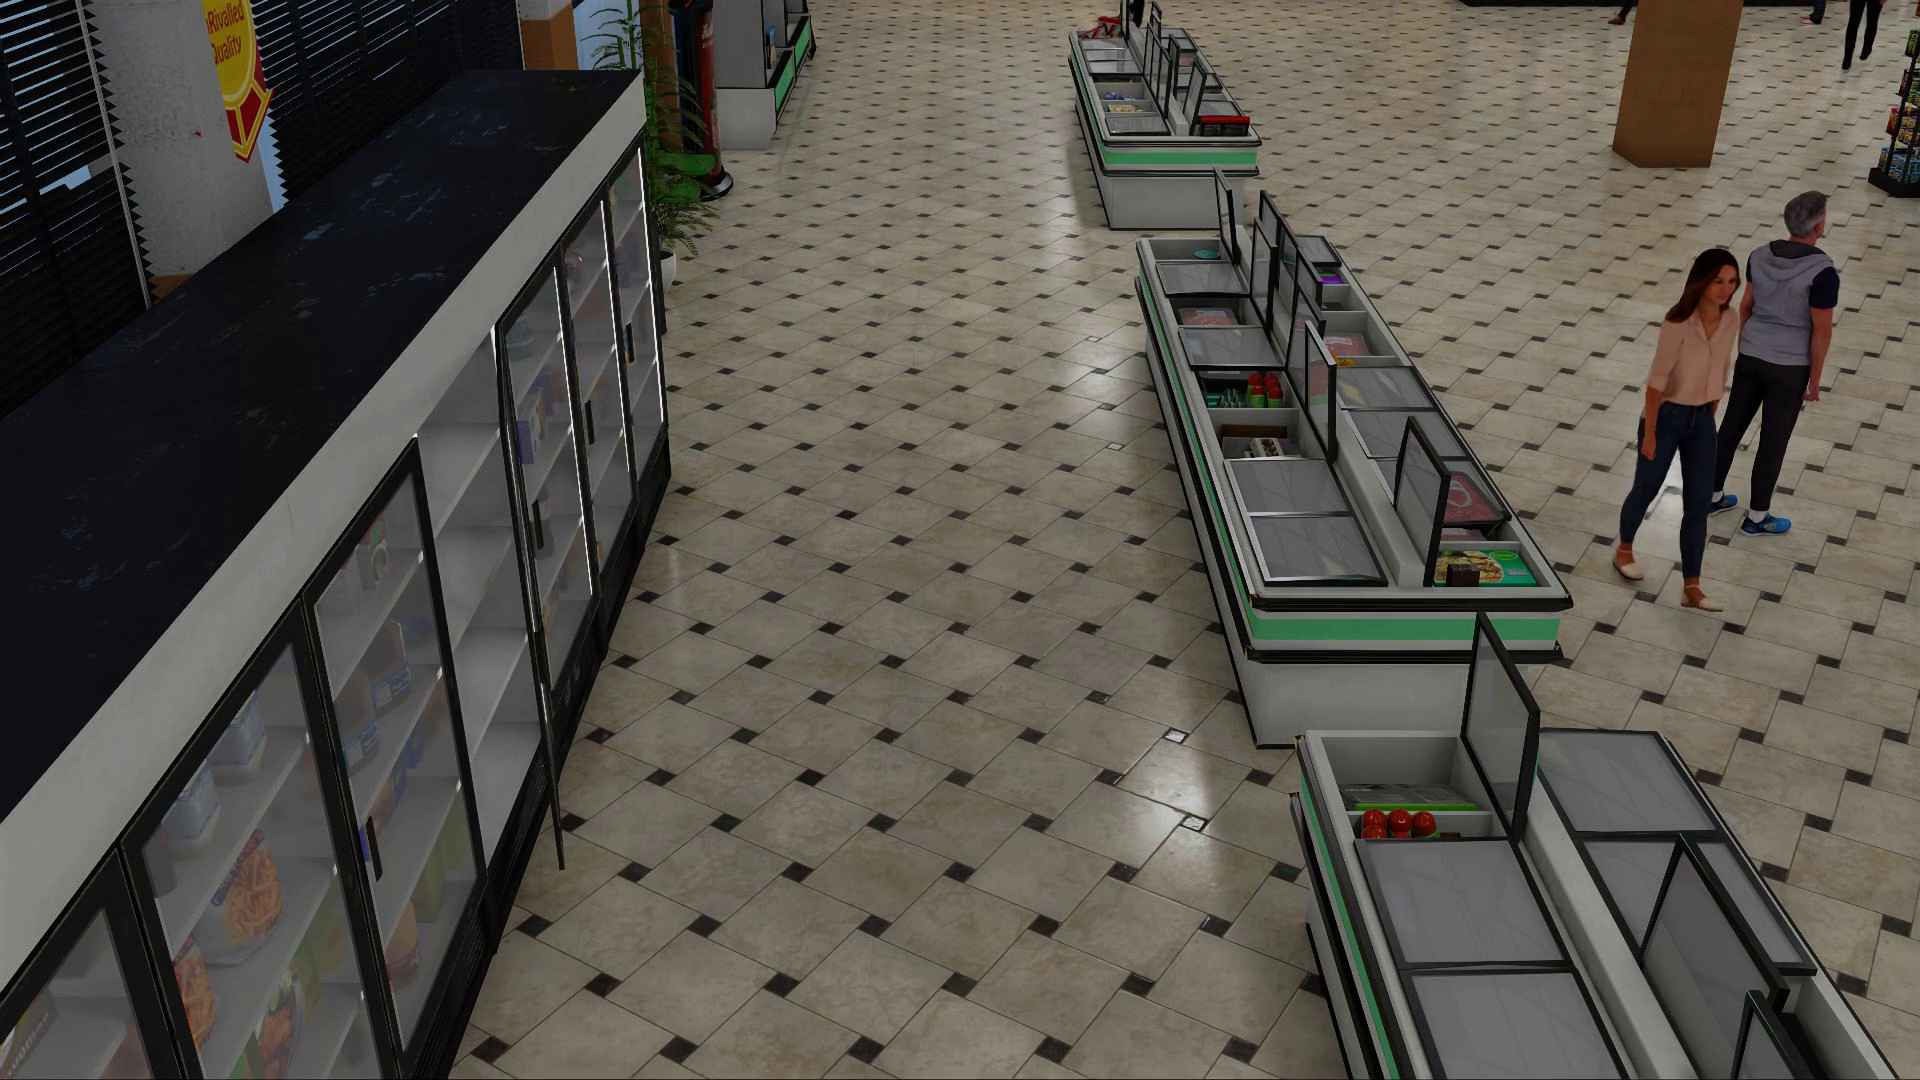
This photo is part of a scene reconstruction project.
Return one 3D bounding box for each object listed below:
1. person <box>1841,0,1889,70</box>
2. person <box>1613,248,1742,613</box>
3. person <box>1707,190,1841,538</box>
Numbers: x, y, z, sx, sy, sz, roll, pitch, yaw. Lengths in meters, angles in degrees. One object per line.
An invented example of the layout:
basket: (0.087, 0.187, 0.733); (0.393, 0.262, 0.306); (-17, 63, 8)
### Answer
person: (10.739, -6.506, 19.686); (1.091, 1.844, 1.263); (16, 31, 29)
person: (3.440, -0.581, 8.097); (0.743, 1.760, 1.043); (-5, 27, -9)
person: (4.237, -0.918, 8.682); (0.829, 1.831, 0.680); (-13, 30, -23)
